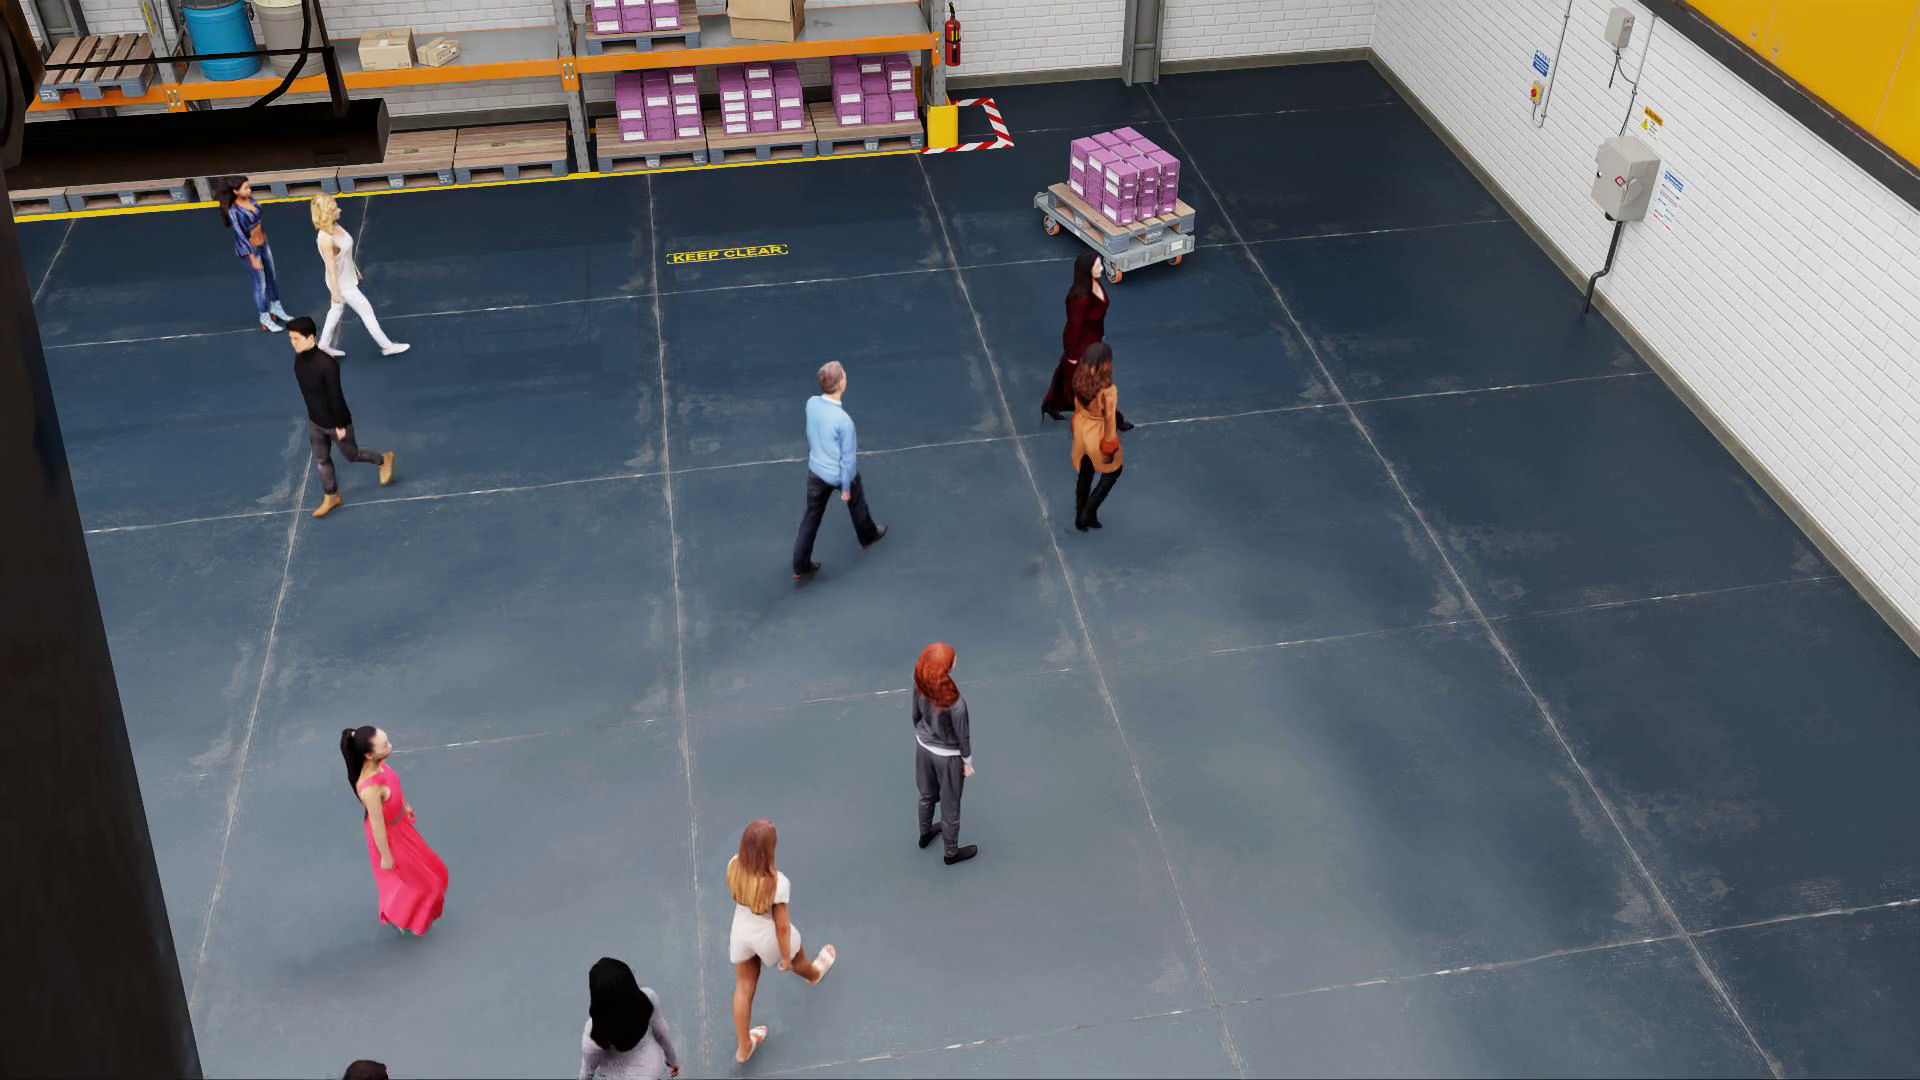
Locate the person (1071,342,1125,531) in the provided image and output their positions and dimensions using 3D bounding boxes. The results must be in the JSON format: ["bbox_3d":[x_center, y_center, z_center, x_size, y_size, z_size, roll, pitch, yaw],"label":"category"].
[{"bbox_3d":[0.969,-0.746,12.875,0.858,1.711,0.835,-30,48,-32],"label":"person"}]

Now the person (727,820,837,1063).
[{"bbox_3d":[-1.140,2.246,9.175,1.089,1.654,1.098,19,42,22],"label":"person"}]

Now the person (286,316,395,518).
[{"bbox_3d":[-4.961,-1.021,13.229,1.071,1.699,1.097,21,43,24],"label":"person"}]

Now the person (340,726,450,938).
[{"bbox_3d":[-3.416,1.753,9.743,0.720,1.715,0.638,-11,40,-13],"label":"person"}]

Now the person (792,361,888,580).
[{"bbox_3d":[-1.031,-0.480,12.500,1.152,1.765,1.256,28,46,30],"label":"person"}]

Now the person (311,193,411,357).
[{"bbox_3d":[-5.626,-2.322,14.911,1.071,1.632,0.649,-8,39,-10],"label":"person"}]

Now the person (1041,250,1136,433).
[{"bbox_3d":[0.946,-1.650,14.011,1.163,1.706,0.925,7,39,8],"label":"person"}]

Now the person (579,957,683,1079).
[{"bbox_3d":[-1.588,2.799,8.437,0.960,1.710,0.900,22,44,26],"label":"person"}]

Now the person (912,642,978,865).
[{"bbox_3d":[-0.116,1.306,10.251,0.660,1.780,0.686,31,48,33],"label":"person"}]

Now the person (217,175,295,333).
[{"bbox_3d":[-6.531,-2.676,15.363,0.647,1.622,0.678,4,39,5],"label":"person"}]
